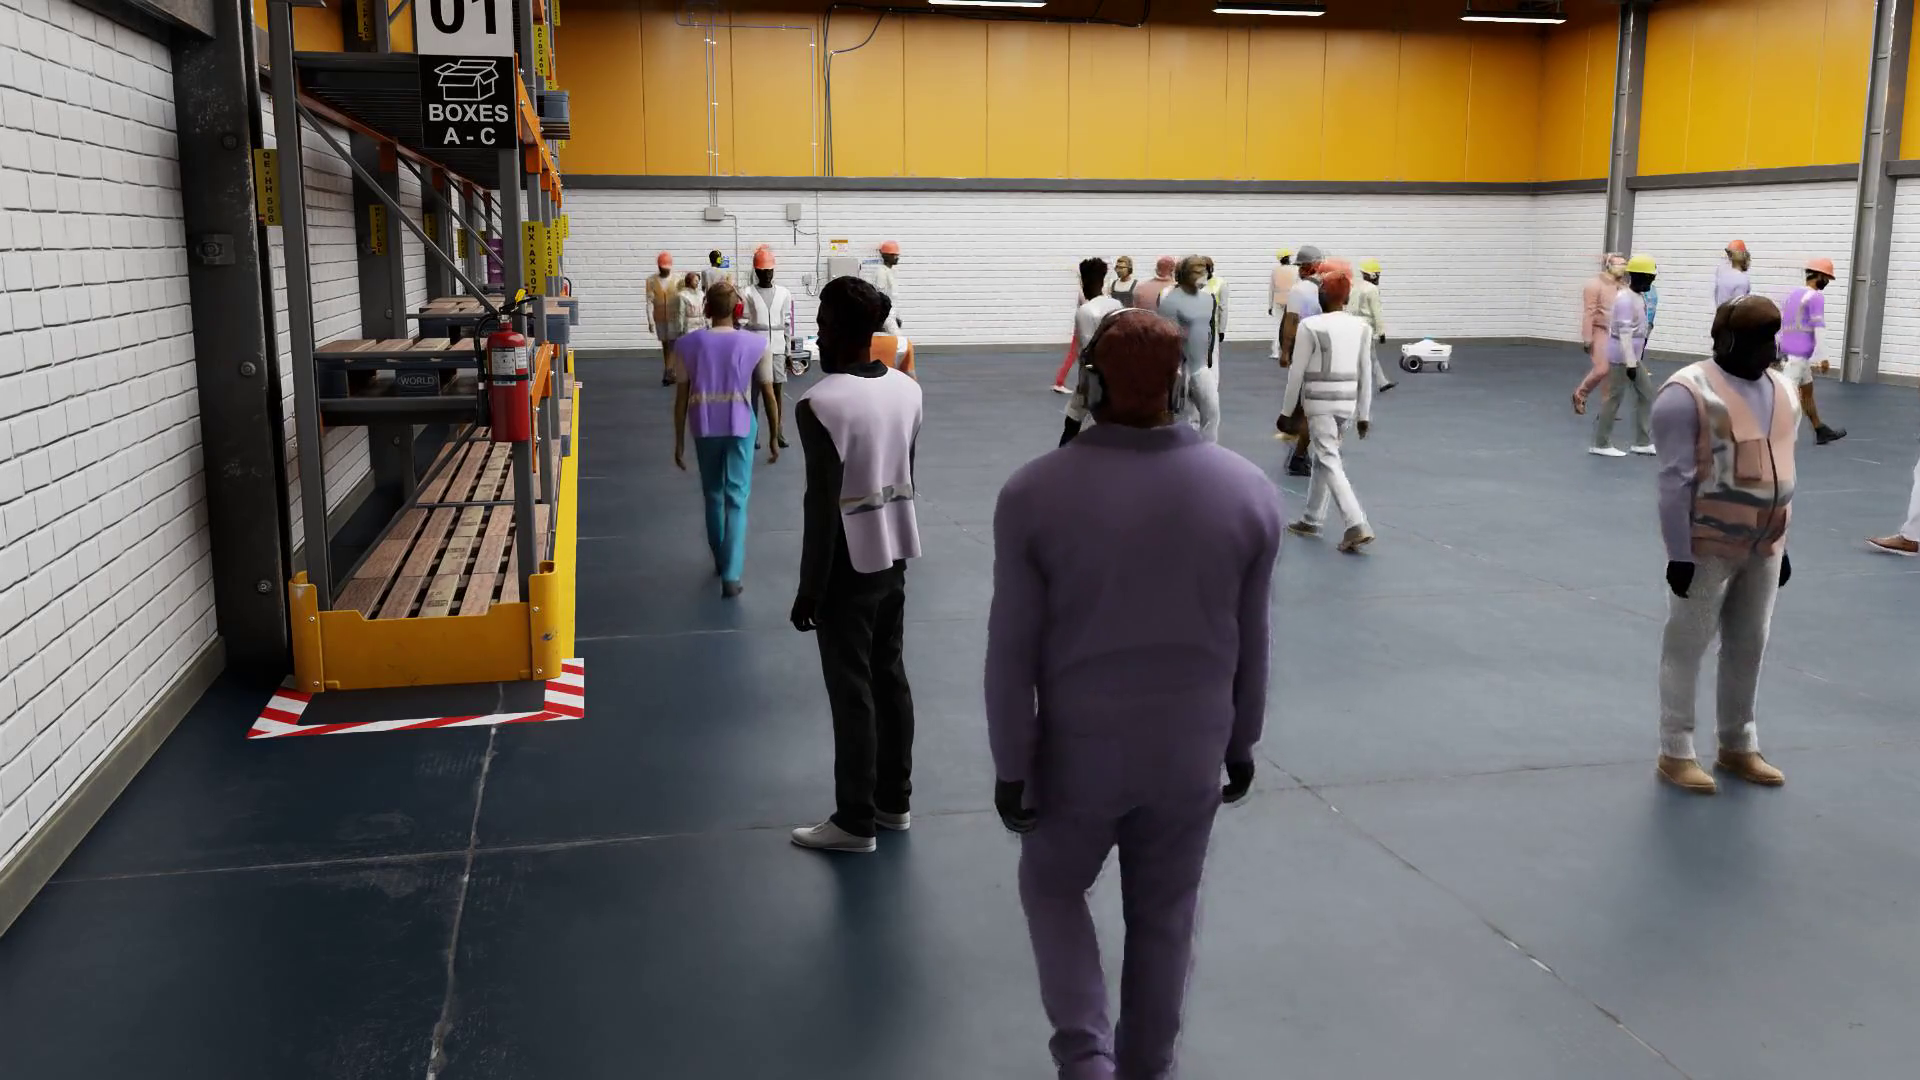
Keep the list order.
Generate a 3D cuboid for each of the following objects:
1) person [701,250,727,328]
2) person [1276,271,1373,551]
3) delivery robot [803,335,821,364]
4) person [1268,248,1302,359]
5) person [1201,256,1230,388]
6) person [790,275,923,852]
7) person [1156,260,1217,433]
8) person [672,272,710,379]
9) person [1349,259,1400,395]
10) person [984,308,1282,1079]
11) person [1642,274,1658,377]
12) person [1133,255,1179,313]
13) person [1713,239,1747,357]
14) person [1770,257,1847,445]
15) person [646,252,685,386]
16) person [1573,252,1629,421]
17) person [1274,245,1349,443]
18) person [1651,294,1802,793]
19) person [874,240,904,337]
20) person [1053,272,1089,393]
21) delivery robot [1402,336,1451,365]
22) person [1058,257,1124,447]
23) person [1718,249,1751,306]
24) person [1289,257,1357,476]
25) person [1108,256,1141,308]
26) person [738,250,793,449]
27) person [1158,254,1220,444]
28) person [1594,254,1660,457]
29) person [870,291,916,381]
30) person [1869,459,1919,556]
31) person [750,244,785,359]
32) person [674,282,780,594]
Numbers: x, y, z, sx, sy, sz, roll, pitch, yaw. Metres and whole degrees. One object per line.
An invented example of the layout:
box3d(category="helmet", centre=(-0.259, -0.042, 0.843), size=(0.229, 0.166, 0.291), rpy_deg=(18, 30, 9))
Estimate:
box3d(category="person", centre=(-4.083, -3.905, 27.833), size=(0.533, 1.864, 0.310), rpy_deg=(4, 11, 23))
box3d(category="person", centre=(2.493, -0.862, 11.064), size=(0.585, 1.843, 0.966), rpy_deg=(-6, 12, -28))
box3d(category="delivery robot", centre=(-2.313, -2.944, 25.878), size=(0.707, 0.478, 0.477), rpy_deg=(-5, 11, -27))
box3d(category="person", centre=(5.551, -4.008, 28.324), size=(0.637, 1.901, 0.369), rpy_deg=(4, 11, 21))
box3d(category="person", centre=(3.114, -2.703, 21.273), size=(0.624, 1.837, 0.429), rpy_deg=(6, 12, 29))
box3d(category="person", centre=(-0.339, 0.088, 5.557), size=(0.391, 1.920, 0.593), rpy_deg=(6, 12, 29))
box3d(category="person", centre=(2.240, -1.880, 16.673), size=(0.621, 1.845, 0.429), rpy_deg=(3, 11, 15))
box3d(category="person", centre=(-3.761, -2.952, 23.268), size=(0.813, 1.604, 0.524), rpy_deg=(7, 12, 32))
box3d(category="person", centre=(5.361, -2.765, 21.738), size=(0.943, 1.777, 0.620), rpy_deg=(-2, 10, -9))
box3d(category="person", centre=(0.372, 0.442, 3.663), size=(0.654, 1.891, 0.456), rpy_deg=(-1, 10, -7))
box3d(category="person", centre=(10.147, -3.252, 24.676), size=(0.322, 1.697, 0.532), rpy_deg=(10, 14, 44))
box3d(category="person", centre=(2.148, -2.105, 17.825), size=(0.655, 1.881, 0.777), rpy_deg=(4, 11, 21))
box3d(category="person", centre=(11.582, -3.480, 24.983), size=(0.378, 2.044, 0.607), rpy_deg=(-2, 10, -12))
box3d(category="person", centre=(8.346, -1.849, 16.439), size=(1.024, 1.864, 0.628), rpy_deg=(0, 10, 3))
box3d(category="person", centre=(-4.113, -3.099, 23.362), size=(0.558, 1.859, 0.989), rpy_deg=(0, 10, 0))
box3d(category="person", centre=(7.308, -2.298, 18.828), size=(0.657, 1.898, 0.487), rpy_deg=(-5, 11, -25))
box3d(category="person", centre=(3.508, -1.931, 16.402), size=(0.714, 2.000, 0.935), rpy_deg=(-10, 14, -43))
box3d(category="person", centre=(2.847, 0.014, 6.185), size=(0.633, 1.843, 0.429), rpy_deg=(-4, 11, -20))
box3d(category="person", centre=(-0.918, -3.109, 22.970), size=(0.641, 2.023, 0.647), rpy_deg=(2, 10, 10))
box3d(category="person", centre=(1.675, -2.794, 22.094), size=(0.925, 1.715, 0.549), rpy_deg=(1, 10, 6))
box3d(category="delivery robot", centre=(7.205, -2.908, 25.678), size=(0.707, 0.478, 0.477), rpy_deg=(1, 10, 4))
box3d(category="person", centre=(1.063, -1.306, 13.358), size=(1.005, 1.895, 0.591), rpy_deg=(10, 14, 43))
box3d(category="person", centre=(9.778, -2.702, 20.990), size=(0.433, 1.924, 0.646), rpy_deg=(0, 10, 1))
box3d(category="person", centre=(3.102, -1.468, 14.256), size=(0.511, 1.887, 0.596), rpy_deg=(0, 10, 0))
box3d(category="person", centre=(2.023, -2.576, 20.521), size=(0.515, 1.843, 0.326), rpy_deg=(7, 12, 32))
box3d(category="person", centre=(-1.897, -1.860, 16.298), size=(0.551, 1.936, 0.356), rpy_deg=(-4, 11, -23))
box3d(category="person", centre=(1.939, -1.351, 13.536), size=(0.660, 1.911, 0.836), rpy_deg=(-9, 14, -41))
box3d(category="person", centre=(6.327, -1.697, 15.478), size=(0.787, 1.895, 0.625), rpy_deg=(8, 13, 37))
box3d(category="person", centre=(-0.562, -0.818, 11.189), size=(0.541, 1.696, 0.315), rpy_deg=(-2, 10, -12))
box3d(category="person", centre=(6.398, -0.798, 10.724), size=(0.671, 1.837, 0.470), rpy_deg=(-5, 12, -27))
box3d(category="person", centre=(-3.110, -3.893, 27.495), size=(0.930, 1.951, 0.628), rpy_deg=(-6, 12, -31))
box3d(category="person", centre=(-1.369, -0.615, 9.810), size=(0.592, 1.790, 0.989), rpy_deg=(0, 10, -1))
